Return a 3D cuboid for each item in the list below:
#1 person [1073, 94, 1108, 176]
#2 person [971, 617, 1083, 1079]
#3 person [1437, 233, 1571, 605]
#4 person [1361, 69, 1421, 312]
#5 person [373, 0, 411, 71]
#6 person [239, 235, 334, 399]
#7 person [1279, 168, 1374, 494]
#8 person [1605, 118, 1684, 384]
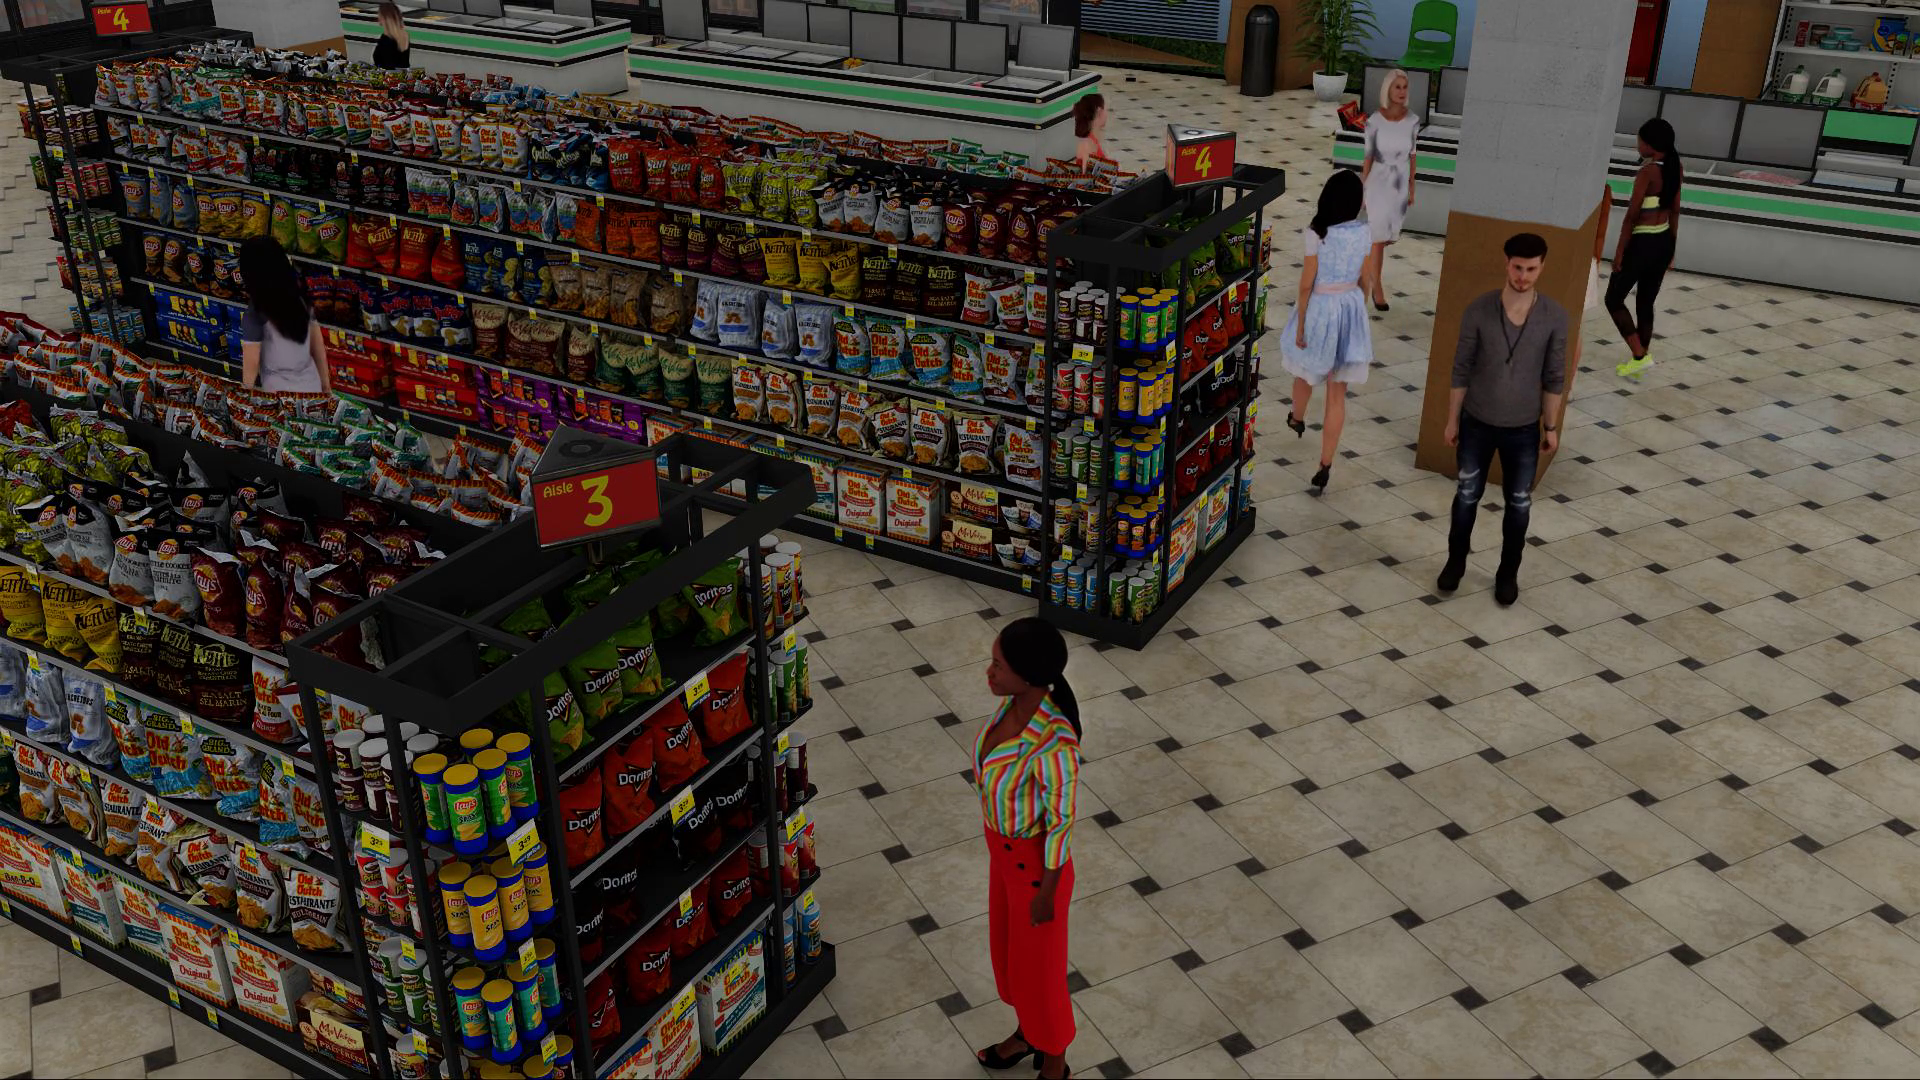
[{"bbox_3d":[0.888,-2.167,11.423,0.718,1.731,0.751,11,29,20],"label":"person"},{"bbox_3d":[0.214,1.021,5.069,0.743,1.792,0.671,-9,28,-17],"label":"person"},{"bbox_3d":[2.659,-0.598,8.152,0.624,1.891,0.806,8,28,15],"label":"person"},{"bbox_3d":[3.110,-2.594,12.264,0.944,1.732,1.002,-6,28,-12],"label":"person"},{"bbox_3d":[-5.062,-4.011,15.108,0.677,1.687,0.684,2,27,4],"label":"person"},{"bbox_3d":[-3.400,-0.720,8.637,1.103,1.670,0.762,7,28,14],"label":"person"},{"bbox_3d":[2.095,-1.109,9.302,1.199,1.762,1.102,-1,27,-2],"label":"person"},{"bbox_3d":[4.470,-1.812,10.717,0.799,1.735,0.848,-9,28,-17],"label":"person"}]
